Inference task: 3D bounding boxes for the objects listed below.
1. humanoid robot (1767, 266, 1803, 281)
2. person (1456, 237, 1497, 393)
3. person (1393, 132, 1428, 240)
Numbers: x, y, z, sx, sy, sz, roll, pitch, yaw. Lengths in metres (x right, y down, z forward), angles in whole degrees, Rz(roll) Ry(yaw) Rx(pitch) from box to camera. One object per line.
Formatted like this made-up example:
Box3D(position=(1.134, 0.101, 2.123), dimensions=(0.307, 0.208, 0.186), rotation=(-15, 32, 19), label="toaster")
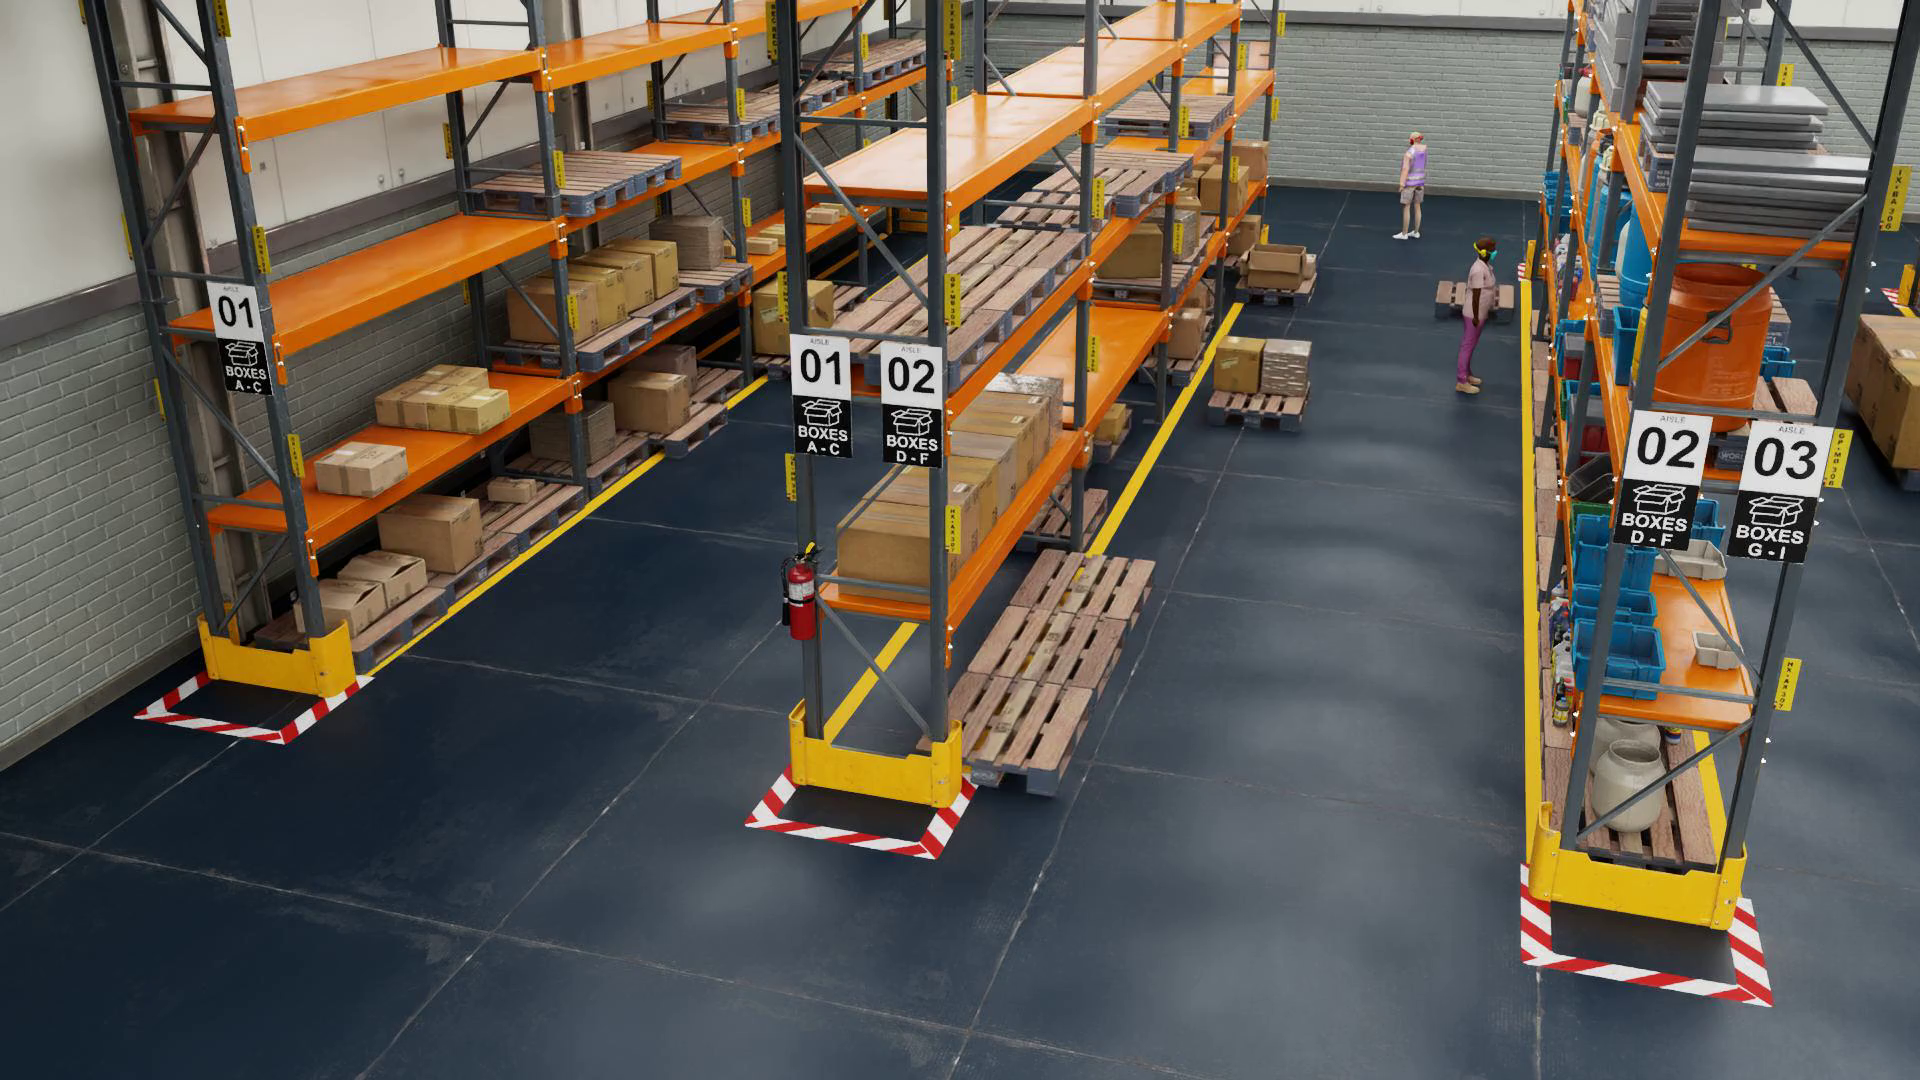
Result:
Box3D(position=(12.106, -4.590, 24.046), dimensions=(0.599, 1.645, 0.412), rotation=(3, 23, 7), label="humanoid robot")
Box3D(position=(6.010, -2.625, 19.324), dimensions=(0.329, 1.800, 0.540), rotation=(9, 25, 20), label="person")
Box3D(position=(7.184, -5.621, 26.418), dimensions=(0.488, 1.688, 0.350), rotation=(-14, 27, -29), label="person")
